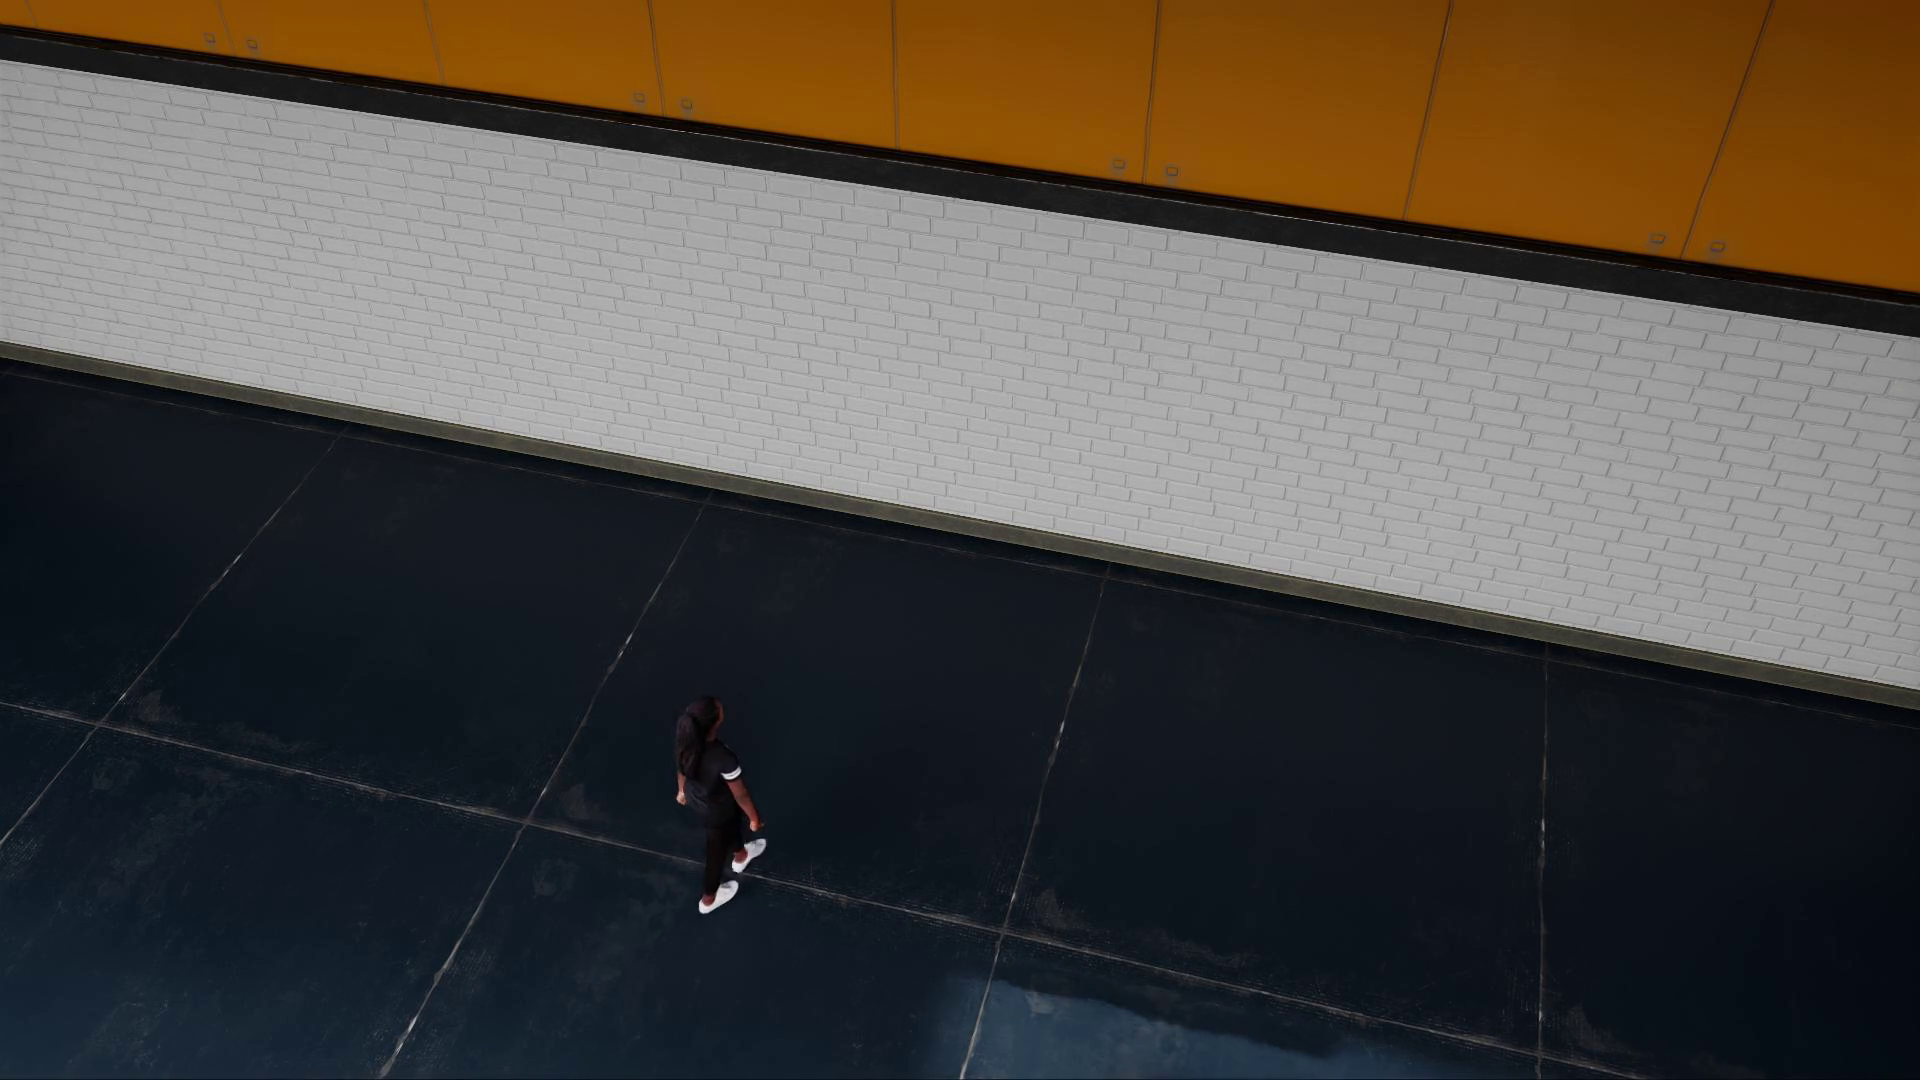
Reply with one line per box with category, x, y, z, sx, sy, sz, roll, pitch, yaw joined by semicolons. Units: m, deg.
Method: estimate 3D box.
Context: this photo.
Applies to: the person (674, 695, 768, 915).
person;-1.408;1.494;9.143;0.855;1.714;0.952;34;53;31
